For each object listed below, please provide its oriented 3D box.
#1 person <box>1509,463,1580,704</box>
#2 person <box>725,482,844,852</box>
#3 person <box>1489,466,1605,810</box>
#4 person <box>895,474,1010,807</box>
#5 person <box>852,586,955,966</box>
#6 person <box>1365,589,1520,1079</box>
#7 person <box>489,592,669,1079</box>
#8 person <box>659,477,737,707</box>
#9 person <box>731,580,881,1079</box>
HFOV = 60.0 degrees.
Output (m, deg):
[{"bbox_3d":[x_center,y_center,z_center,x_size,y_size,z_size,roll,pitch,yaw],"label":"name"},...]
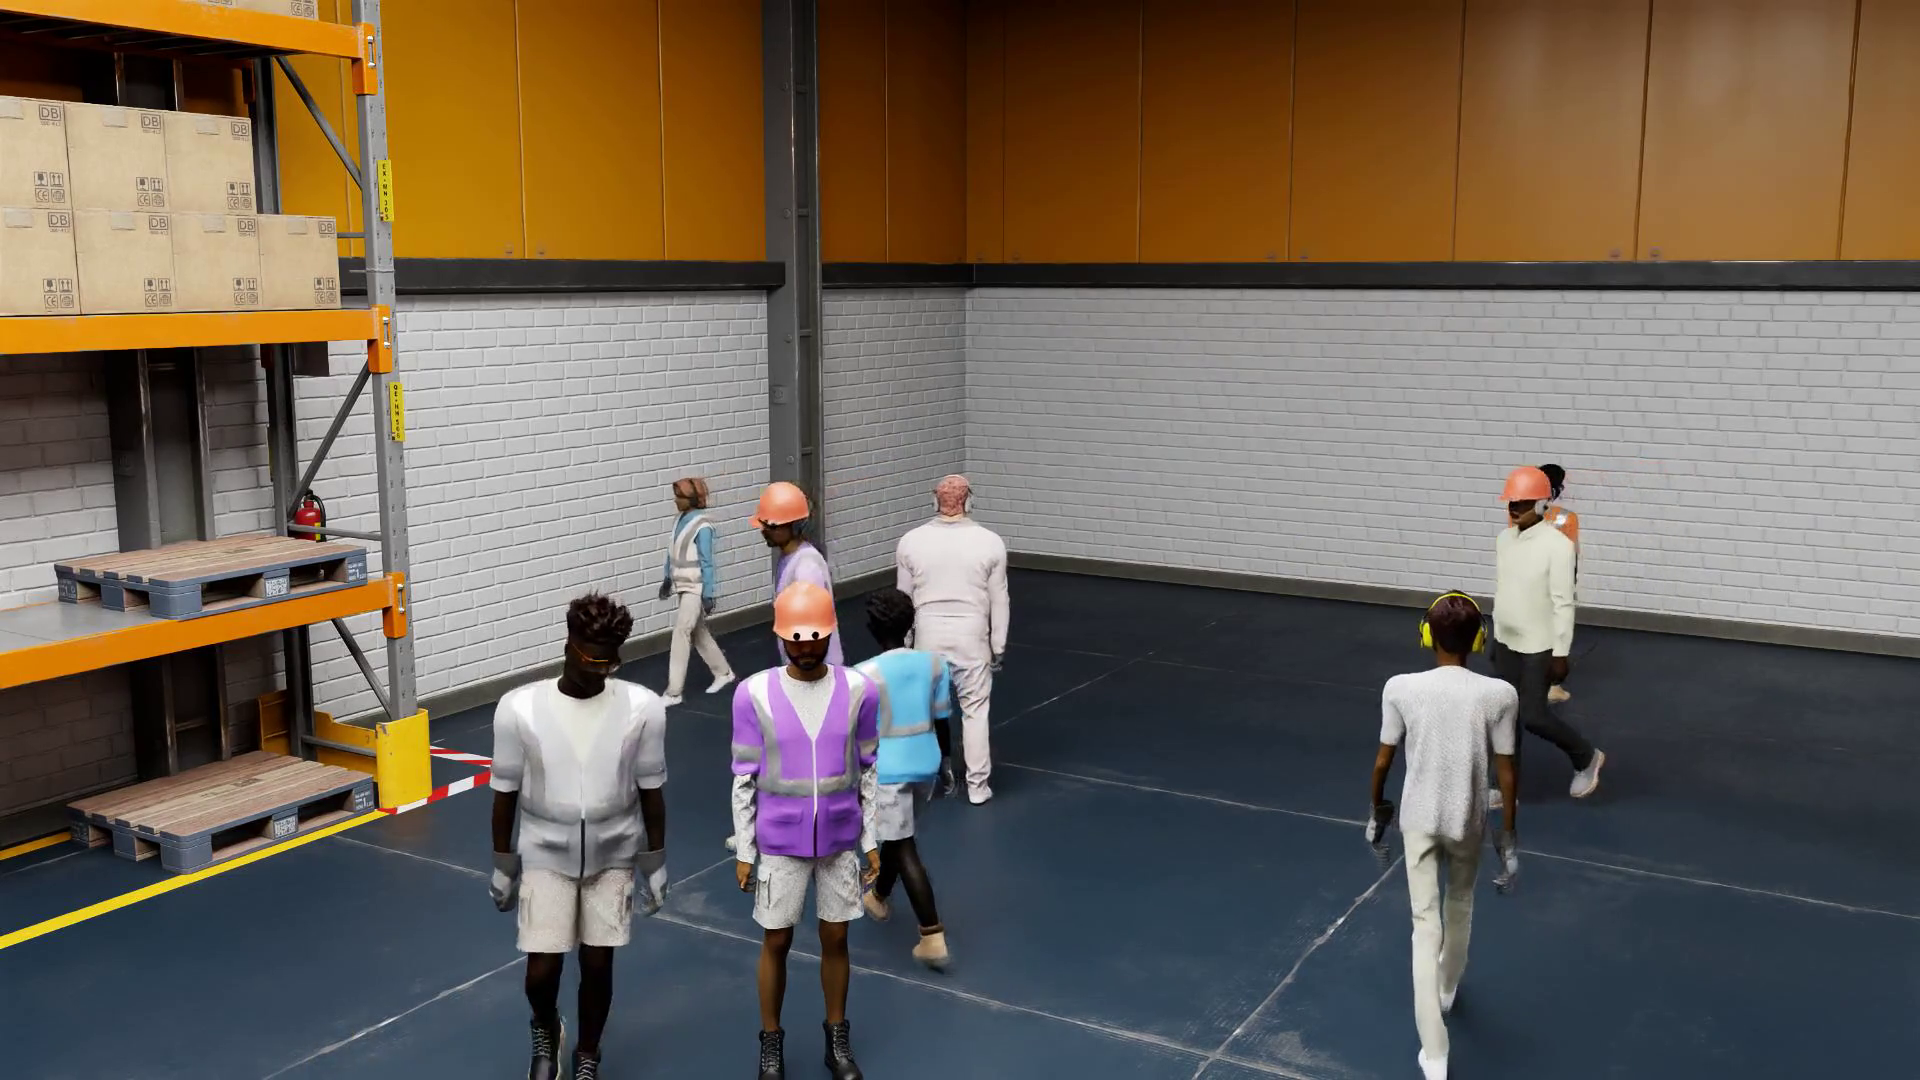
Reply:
[{"bbox_3d":[4.131,0.304,11.793,0.317,1.695,0.539,-9,13,-44],"label":"person"},{"bbox_3d":[-0.741,0.651,8.799,0.998,1.982,0.655,-4,10,-22],"label":"person"},{"bbox_3d":[3.260,0.557,9.346,0.664,1.975,0.623,-3,10,-17],"label":"person"},{"bbox_3d":[-0.044,0.573,9.504,0.660,1.898,0.396,1,9,6],"label":"person"},{"bbox_3d":[-0.276,1.027,7.439,0.536,1.646,0.895,-7,12,-38],"label":"person"},{"bbox_3d":[1.868,1.091,6.475,0.555,1.822,0.946,2,9,11],"label":"person"},{"bbox_3d":[-1.359,1.130,5.940,0.636,1.930,0.441,-3,9,-16],"label":"person"},{"bbox_3d":[-1.898,0.349,11.776,0.724,1.610,0.517,-5,10,-29],"label":"person"},{"bbox_3d":[-0.552,1.097,6.099,0.551,1.935,0.371,-2,9,-15],"label":"person"}]
